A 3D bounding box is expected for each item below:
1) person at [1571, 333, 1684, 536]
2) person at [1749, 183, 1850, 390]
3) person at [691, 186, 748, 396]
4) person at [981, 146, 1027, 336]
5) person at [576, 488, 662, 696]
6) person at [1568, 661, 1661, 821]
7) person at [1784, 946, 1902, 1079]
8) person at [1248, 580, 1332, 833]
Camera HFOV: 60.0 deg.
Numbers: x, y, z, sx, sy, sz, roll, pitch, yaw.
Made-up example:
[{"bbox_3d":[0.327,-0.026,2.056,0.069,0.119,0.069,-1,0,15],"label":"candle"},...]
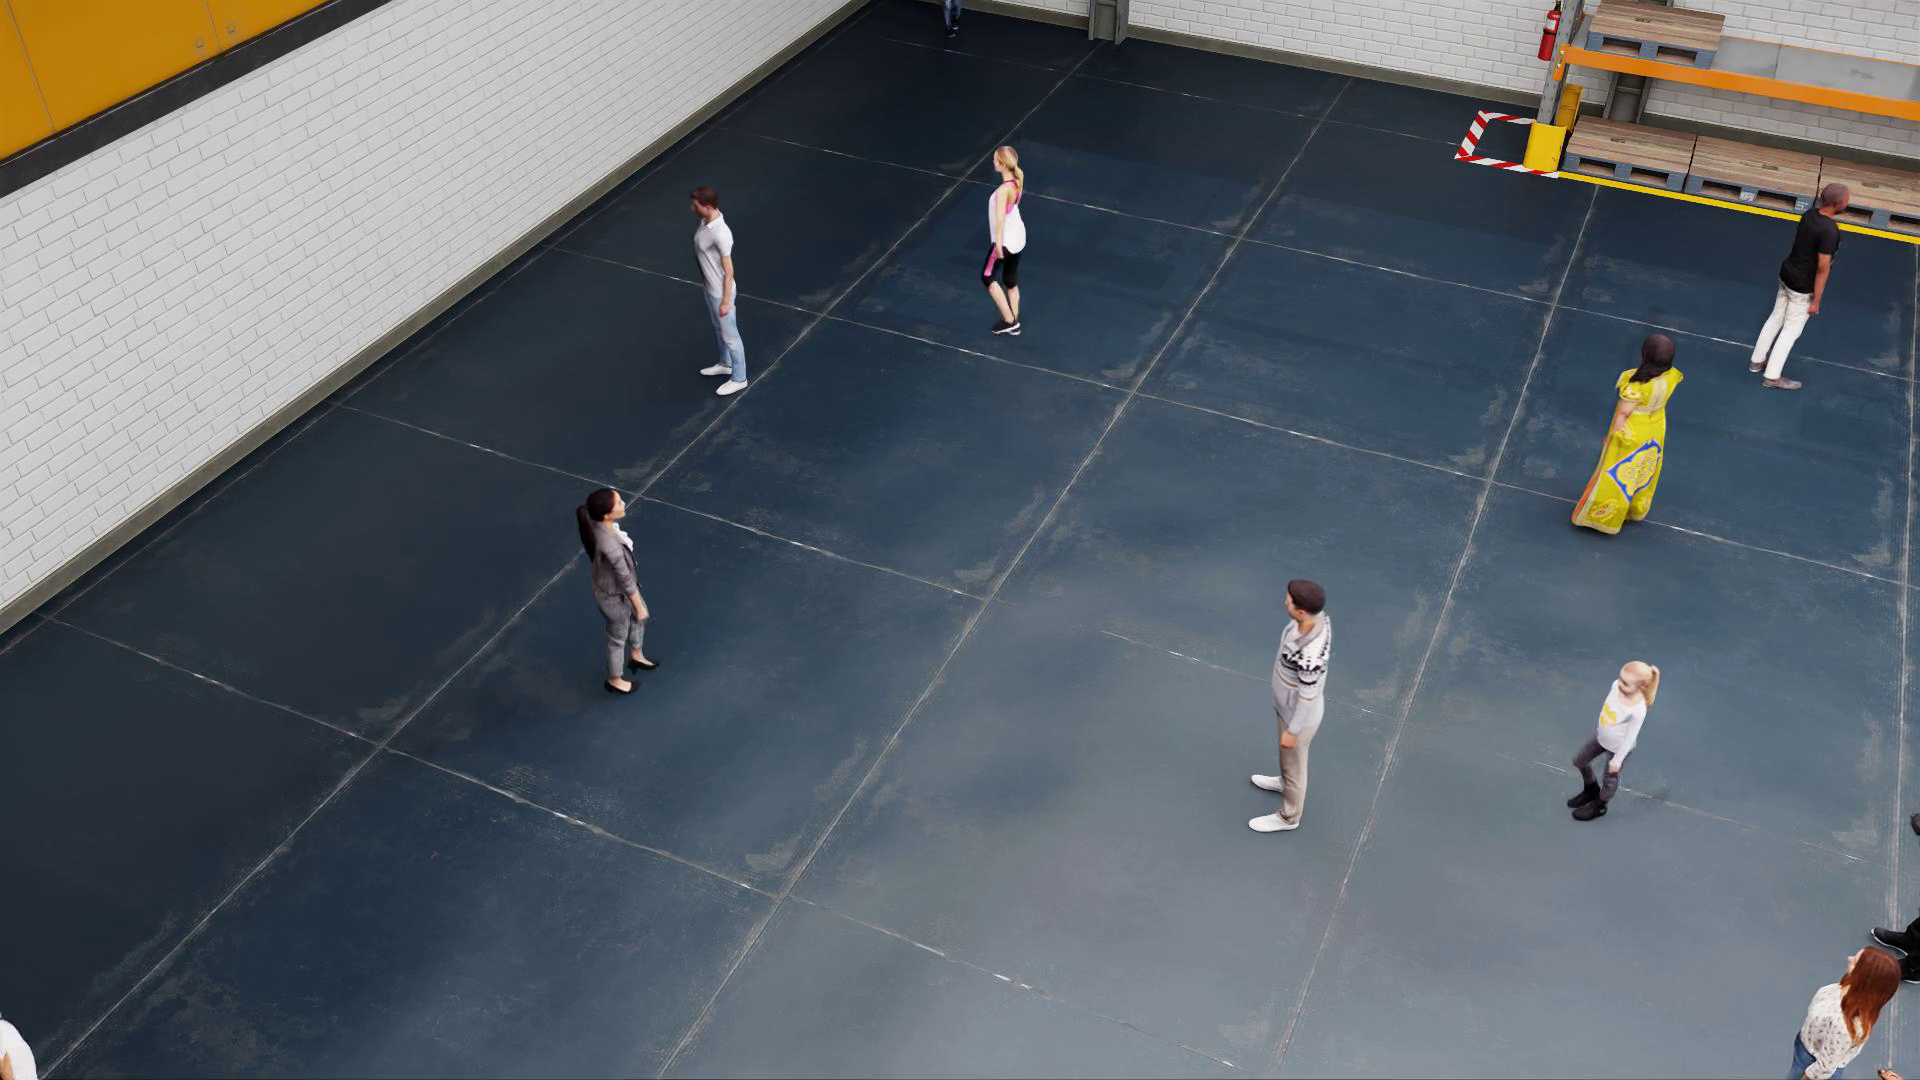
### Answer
[{"bbox_3d":[4.952,-0.788,12.211,1.001,1.661,1.033,-18,42,-21],"label":"person"},{"bbox_3d":[6.953,-2.120,13.764,0.754,1.804,0.755,-2,39,-3],"label":"person"},{"bbox_3d":[-1.976,-2.077,13.669,0.786,1.856,0.704,-16,41,-19],"label":"person"},{"bbox_3d":[0.495,-2.535,14.307,0.605,1.775,0.625,19,43,23],"label":"person"},{"bbox_3d":[-2.311,0.376,10.754,0.840,1.661,0.772,-18,42,-21],"label":"person"},{"bbox_3d":[3.998,1.207,10.024,0.655,1.272,0.605,-8,39,-10],"label":"person"},{"bbox_3d":[4.138,2.526,8.007,0.593,1.728,0.625,27,46,30],"label":"person"},{"bbox_3d":[2.008,0.970,9.851,0.652,1.859,0.729,8,39,9],"label":"person"}]
